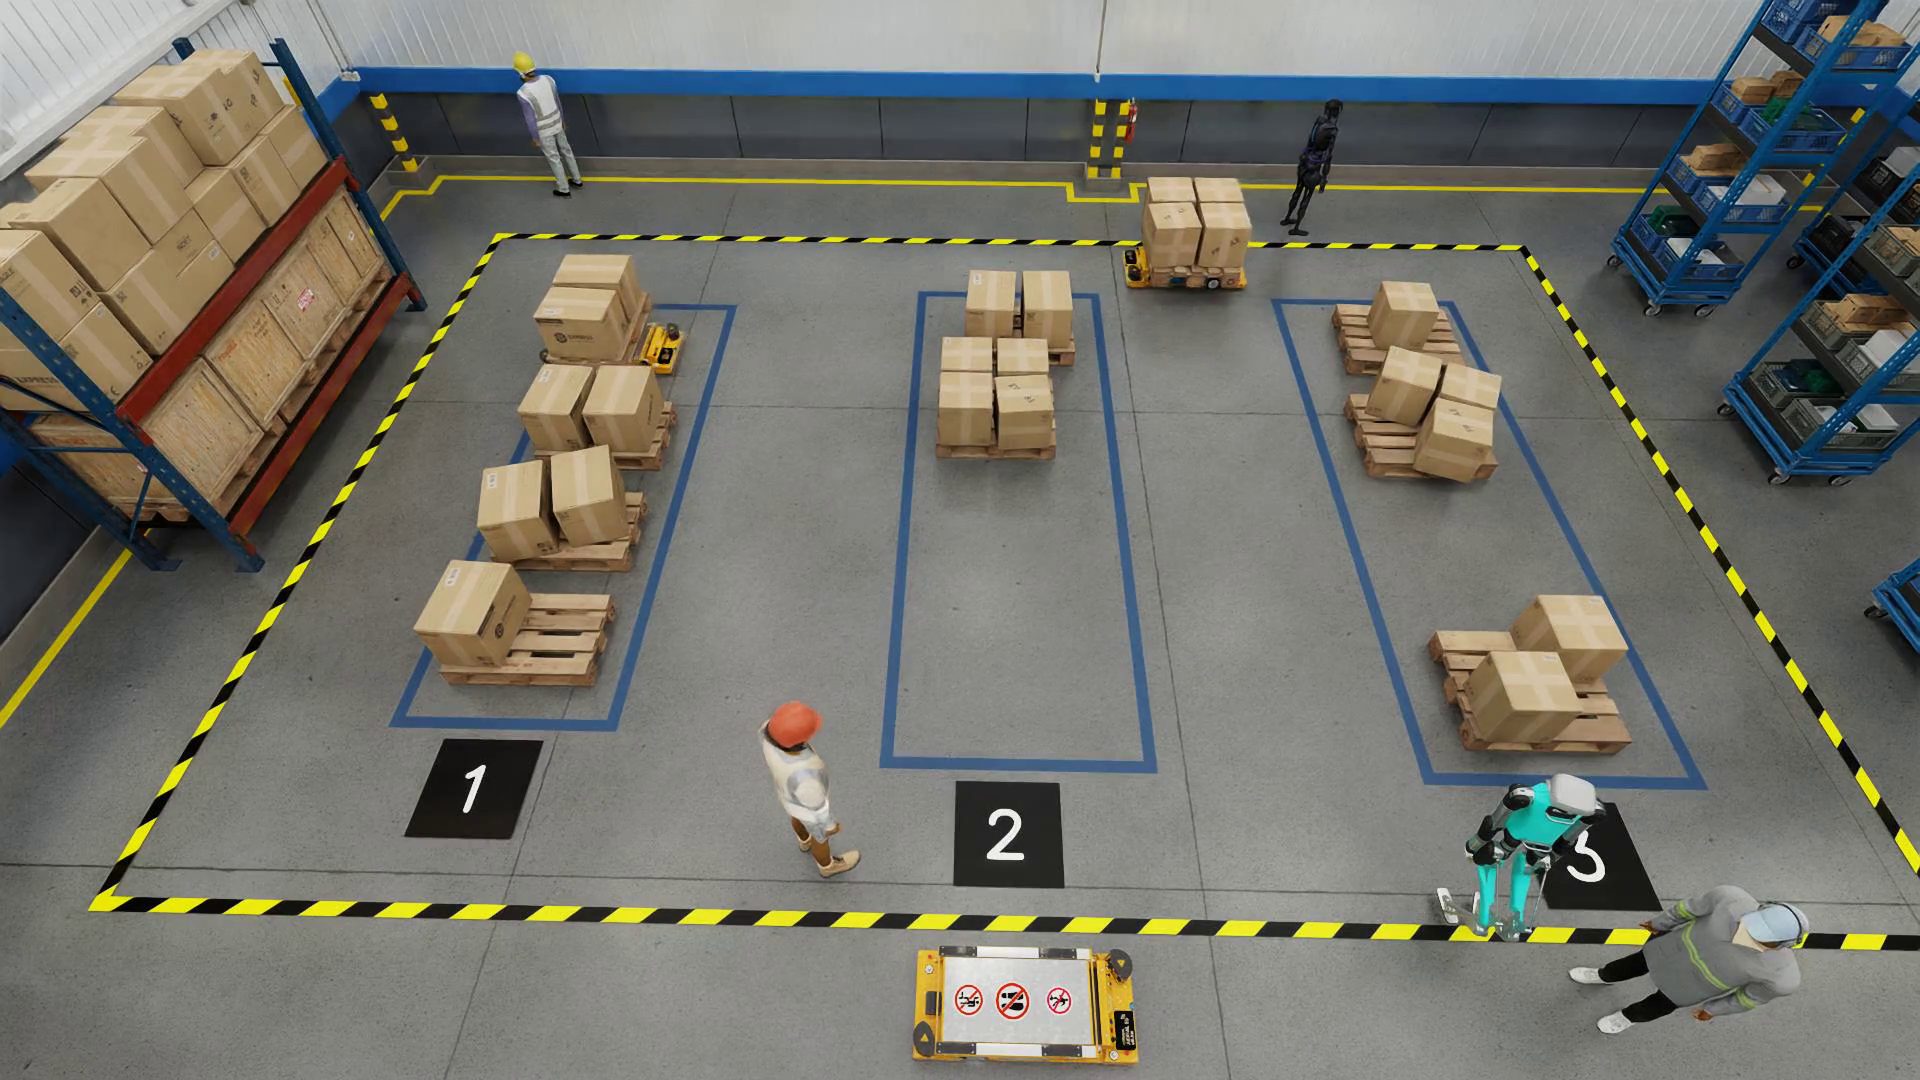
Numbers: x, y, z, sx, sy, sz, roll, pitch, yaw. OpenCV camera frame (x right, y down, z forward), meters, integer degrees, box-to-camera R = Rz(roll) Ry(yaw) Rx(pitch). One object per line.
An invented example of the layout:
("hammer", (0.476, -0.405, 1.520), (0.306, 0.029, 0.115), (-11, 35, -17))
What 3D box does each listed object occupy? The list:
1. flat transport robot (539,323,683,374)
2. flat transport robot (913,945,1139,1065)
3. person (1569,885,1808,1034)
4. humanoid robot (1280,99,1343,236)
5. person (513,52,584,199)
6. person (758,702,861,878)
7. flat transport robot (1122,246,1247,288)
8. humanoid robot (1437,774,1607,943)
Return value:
("flat transport robot", (-3.887, -2.154, 10.224), (1.431, 0.197, 0.652), (1, 51, 1))
("flat transport robot", (0.422, 3.041, 6.007), (1.431, 0.231, 0.659), (1, 51, 1))
("person", (4.297, 2.509, 5.419), (0.386, 1.850, 0.597), (-7, 51, -5))
("humanoid robot", (4.365, -4.614, 11.330), (0.315, 1.655, 0.599), (-7, 51, -6))
("person", (-5.330, -5.331, 11.819), (0.404, 1.837, 0.587), (21, 54, 16))
("person", (-0.986, 1.646, 6.002), (0.382, 2.041, 0.605), (-31, 57, -23))
("flat transport robot", (2.742, -3.365, 11.211), (1.431, 0.197, 0.652), (1, 51, 1))
("humanoid robot", (3.479, 2.122, 5.722), (0.533, 1.677, 0.723), (10, 51, 8))
